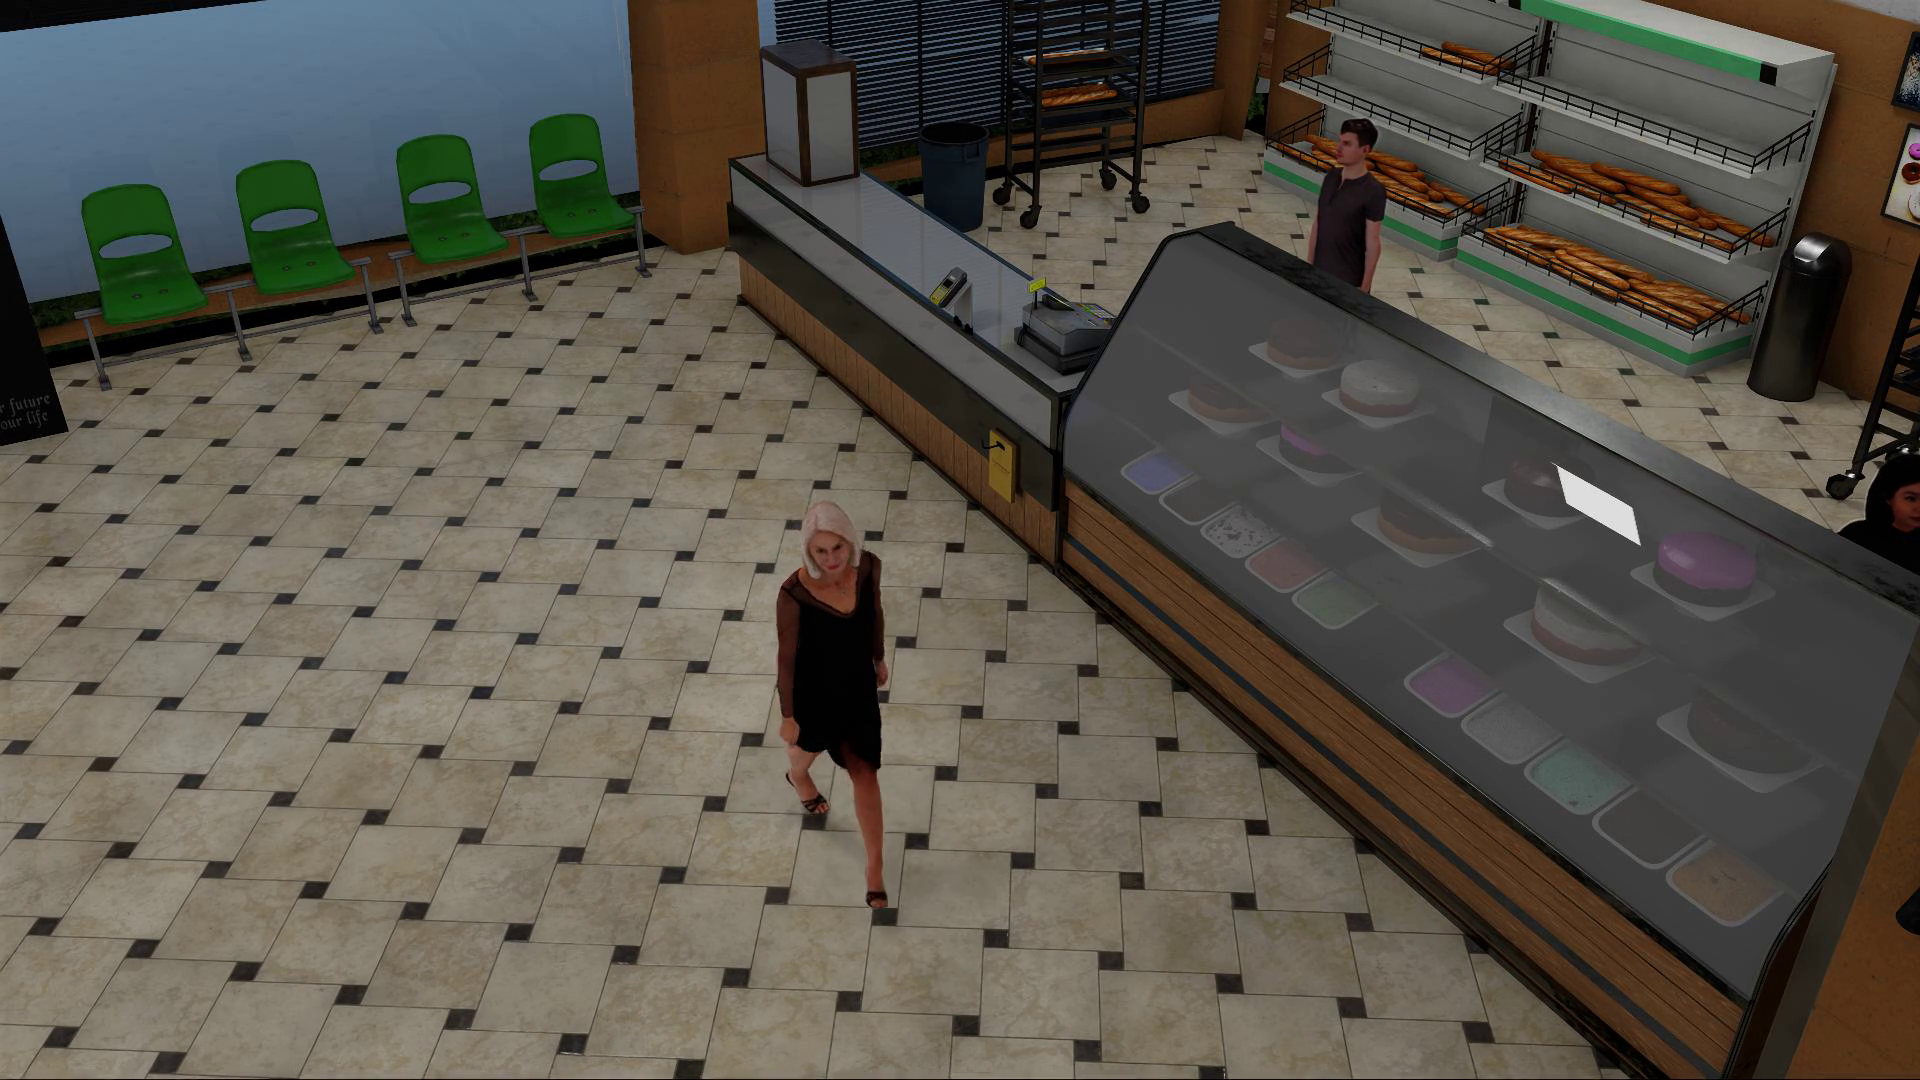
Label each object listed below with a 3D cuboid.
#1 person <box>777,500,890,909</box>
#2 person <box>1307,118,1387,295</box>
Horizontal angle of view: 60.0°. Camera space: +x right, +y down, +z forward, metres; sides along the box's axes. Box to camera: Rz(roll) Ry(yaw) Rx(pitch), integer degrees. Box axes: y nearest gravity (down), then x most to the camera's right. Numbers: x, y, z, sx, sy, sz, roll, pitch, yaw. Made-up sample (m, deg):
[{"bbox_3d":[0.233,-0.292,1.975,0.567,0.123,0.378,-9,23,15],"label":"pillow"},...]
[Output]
[{"bbox_3d":[-0.511,0.528,6.308,1.014,1.678,0.729,-18,36,-27],"label":"person"},{"bbox_3d":[2.135,-1.453,9.329,0.515,1.852,0.650,-17,36,-25],"label":"person"}]
